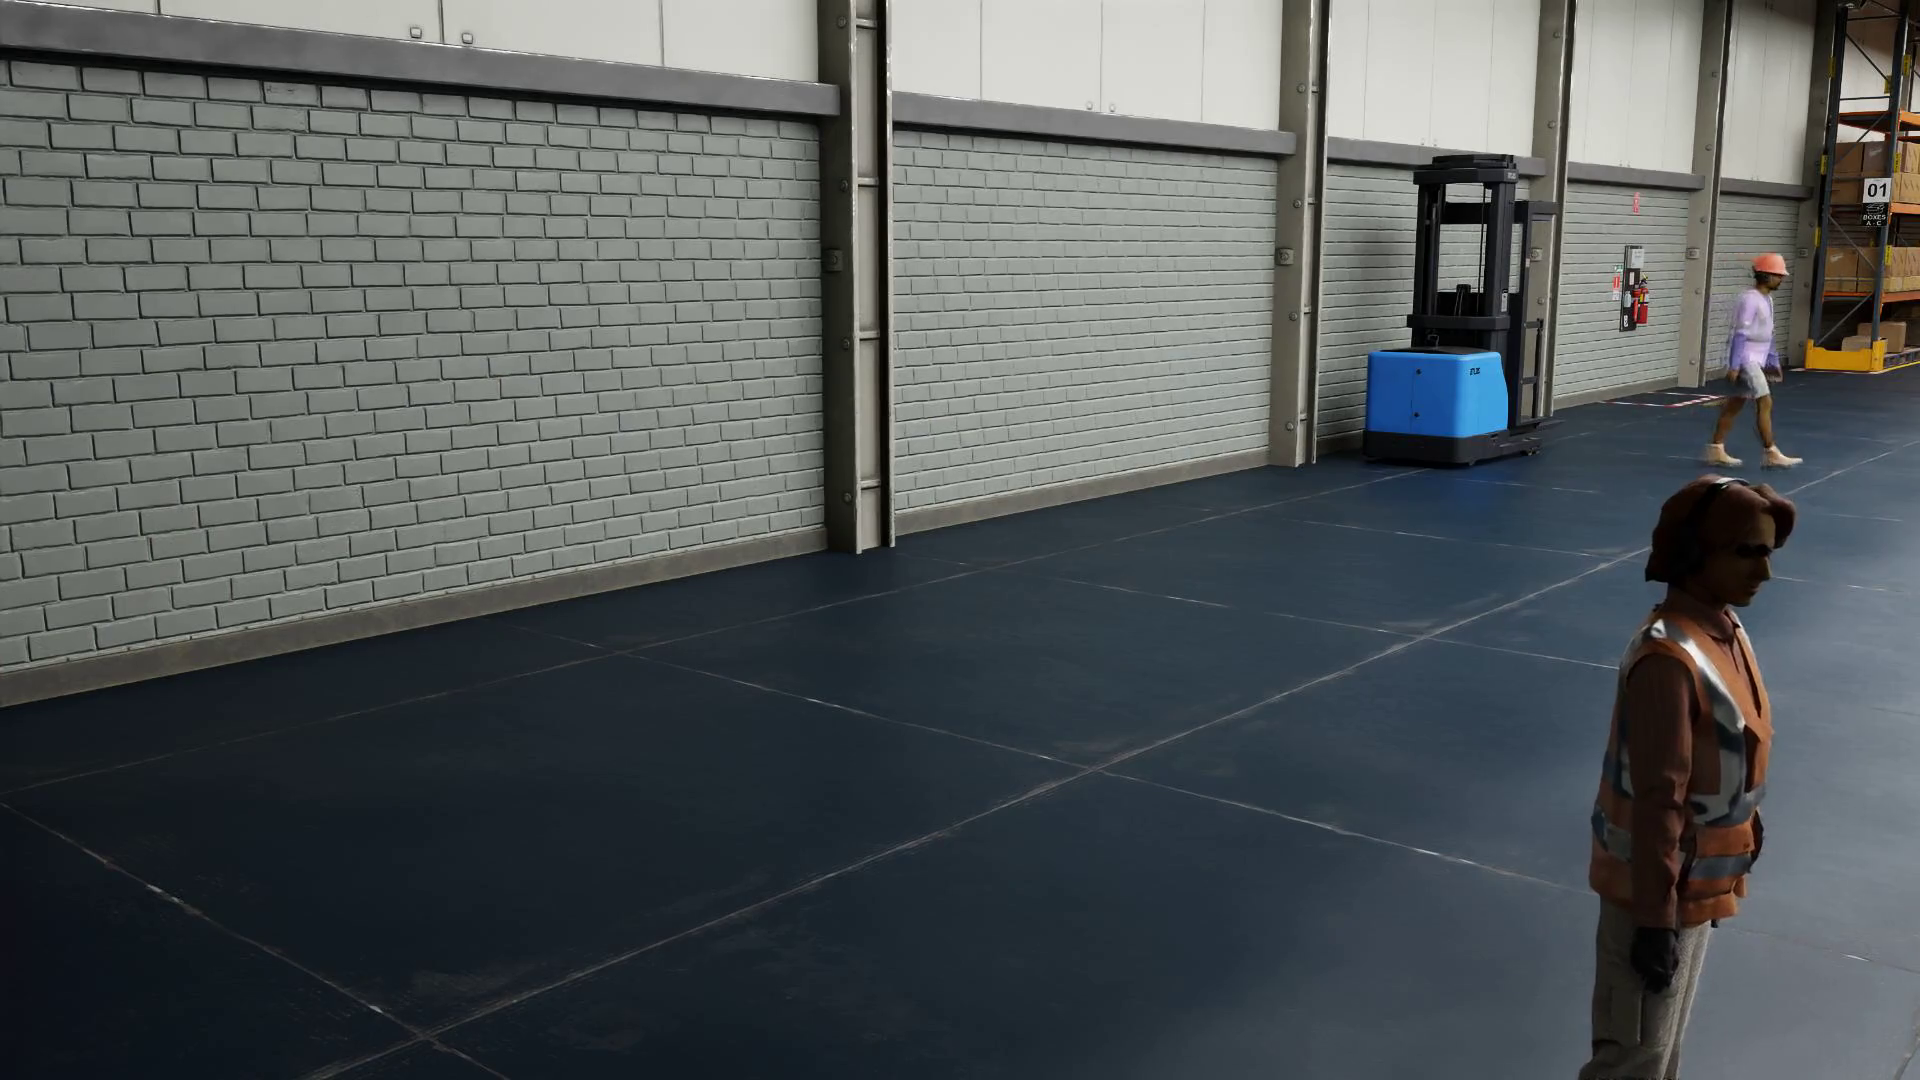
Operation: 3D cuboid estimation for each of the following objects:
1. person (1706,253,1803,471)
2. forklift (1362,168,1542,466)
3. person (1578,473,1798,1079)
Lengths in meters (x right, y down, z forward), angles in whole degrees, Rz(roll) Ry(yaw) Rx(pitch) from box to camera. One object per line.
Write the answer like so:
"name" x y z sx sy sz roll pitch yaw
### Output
"person" 7.476 -1.641 15.435 0.979 1.995 0.613 7 12 35
"forklift" 4.875 -2.212 16.287 1.129 2.768 1.873 8 13 40
"person" 1.375 0.685 3.210 0.315 1.637 0.514 7 12 33
